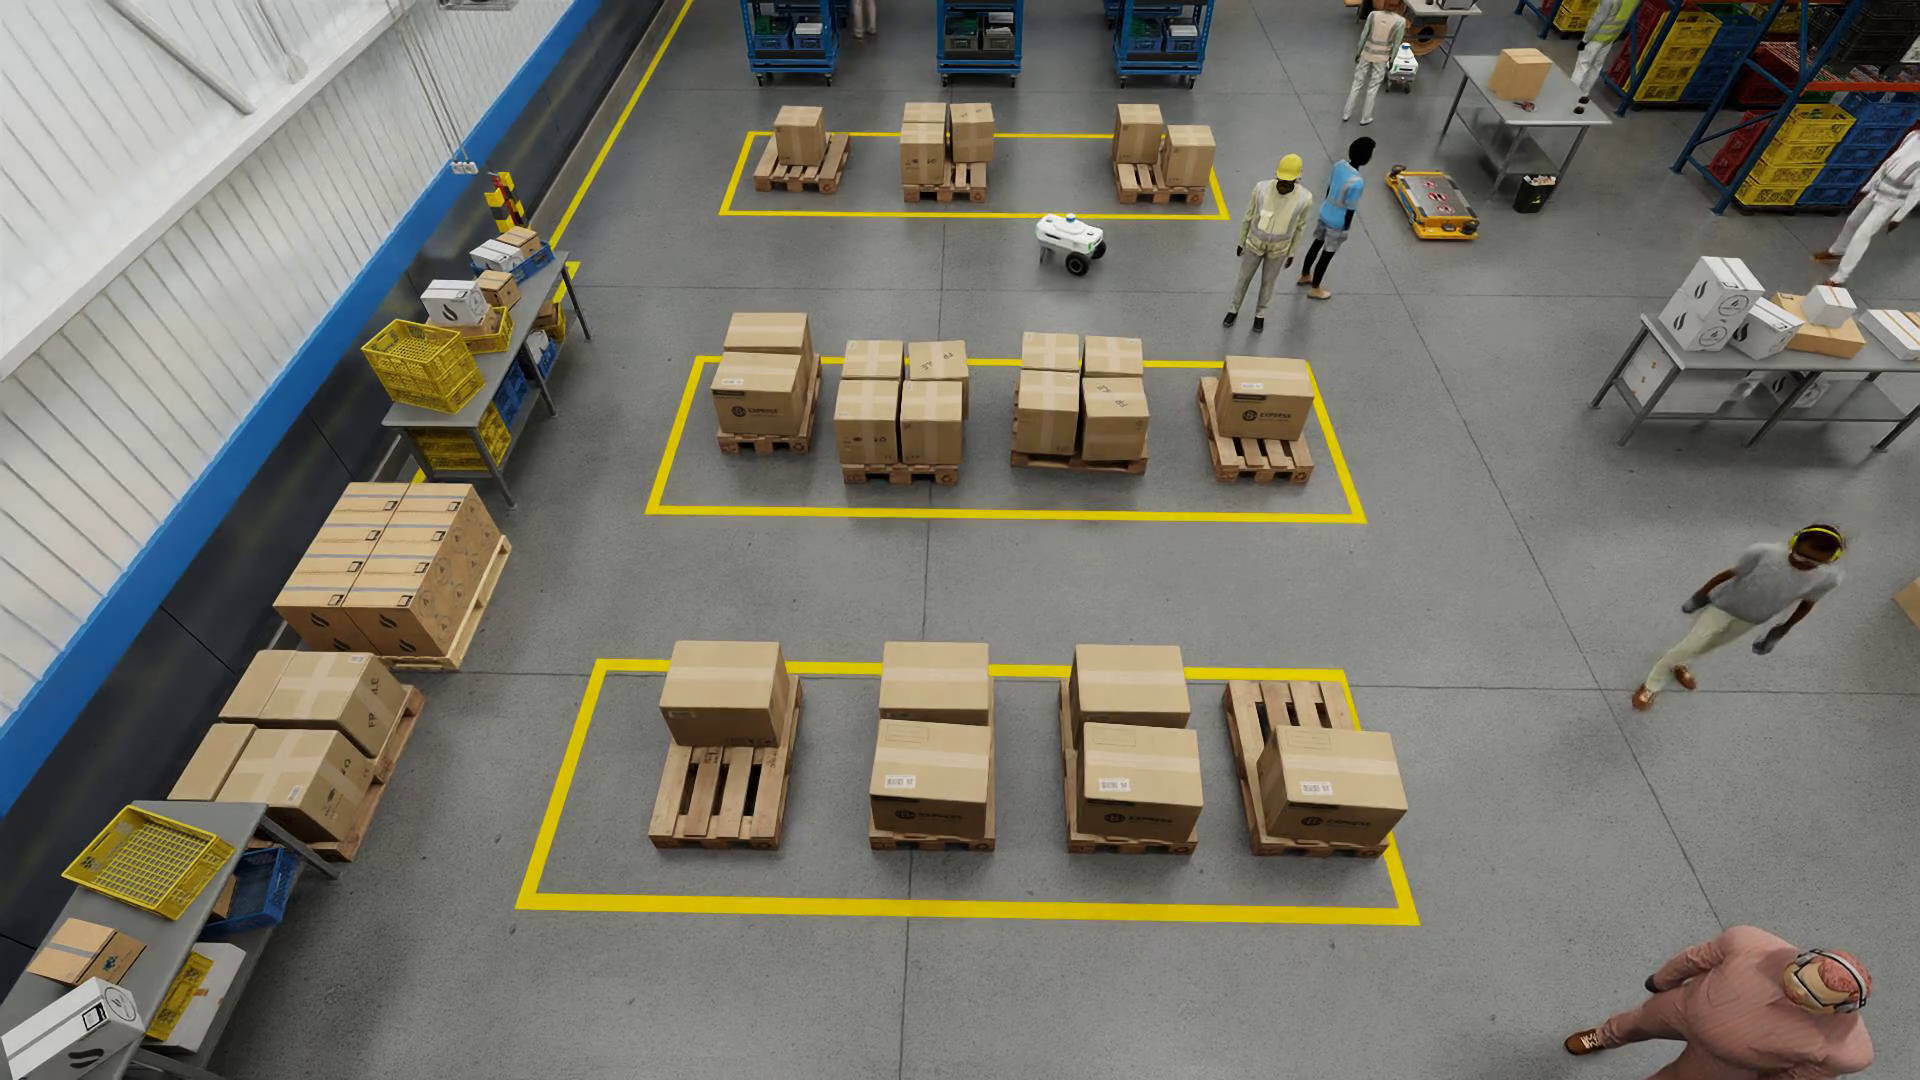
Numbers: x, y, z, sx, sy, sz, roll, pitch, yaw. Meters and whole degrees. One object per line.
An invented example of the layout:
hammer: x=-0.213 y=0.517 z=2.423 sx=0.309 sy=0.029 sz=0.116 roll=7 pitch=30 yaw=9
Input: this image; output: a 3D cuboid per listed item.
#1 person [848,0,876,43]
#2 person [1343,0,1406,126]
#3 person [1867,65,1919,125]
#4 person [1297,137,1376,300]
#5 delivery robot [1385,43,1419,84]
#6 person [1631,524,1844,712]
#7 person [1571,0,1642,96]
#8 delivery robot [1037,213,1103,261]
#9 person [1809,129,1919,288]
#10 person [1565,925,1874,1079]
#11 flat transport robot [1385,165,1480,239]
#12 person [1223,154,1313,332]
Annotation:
person: x=-1.512 y=-8.653 z=13.887 sx=0.628 sy=1.979 sz=0.411 roll=-34 pitch=57 yaw=-26
person: x=5.486 y=-6.367 z=12.128 sx=0.523 sy=1.636 sz=0.311 roll=28 pitch=55 yaw=22
person: x=11.972 y=-5.732 z=11.382 sx=0.629 sy=1.940 sz=0.376 roll=-8 pitch=50 yaw=-7
person: x=3.874 y=-3.307 z=9.440 sx=0.320 sy=1.694 sz=0.538 roll=-6 pitch=49 yaw=-5
delivery robot: x=6.372 y=-6.919 z=13.258 sx=0.477 sy=0.478 sz=0.707 roll=5 pitch=49 yaw=4
person: x=5.164 y=0.486 z=6.085 sx=0.525 sy=1.829 sz=0.660 roll=21 pitch=52 yaw=17
person: x=8.639 y=-6.801 z=12.370 sx=0.633 sy=1.841 sz=0.429 roll=-16 pitch=51 yaw=-14
delivery robot: x=1.214 y=-3.397 z=10.209 sx=0.707 sy=0.478 sz=0.477 roll=26 pitch=54 yaw=21
person: x=9.656 y=-3.539 z=9.558 sx=0.549 sy=1.841 sz=0.768 roll=7 pitch=49 yaw=6
person: x=3.616 y=2.359 z=4.409 sx=0.401 sy=1.900 sz=0.636 roll=-17 pitch=51 yaw=-14
flat transport robot: x=5.692 y=-4.094 z=11.059 sx=0.652 sy=0.197 sz=1.431 roll=1 pitch=49 yaw=1
person: x=3.016 y=-2.892 z=8.992 sx=0.586 sy=1.833 sz=0.404 roll=15 pitch=51 yaw=13
